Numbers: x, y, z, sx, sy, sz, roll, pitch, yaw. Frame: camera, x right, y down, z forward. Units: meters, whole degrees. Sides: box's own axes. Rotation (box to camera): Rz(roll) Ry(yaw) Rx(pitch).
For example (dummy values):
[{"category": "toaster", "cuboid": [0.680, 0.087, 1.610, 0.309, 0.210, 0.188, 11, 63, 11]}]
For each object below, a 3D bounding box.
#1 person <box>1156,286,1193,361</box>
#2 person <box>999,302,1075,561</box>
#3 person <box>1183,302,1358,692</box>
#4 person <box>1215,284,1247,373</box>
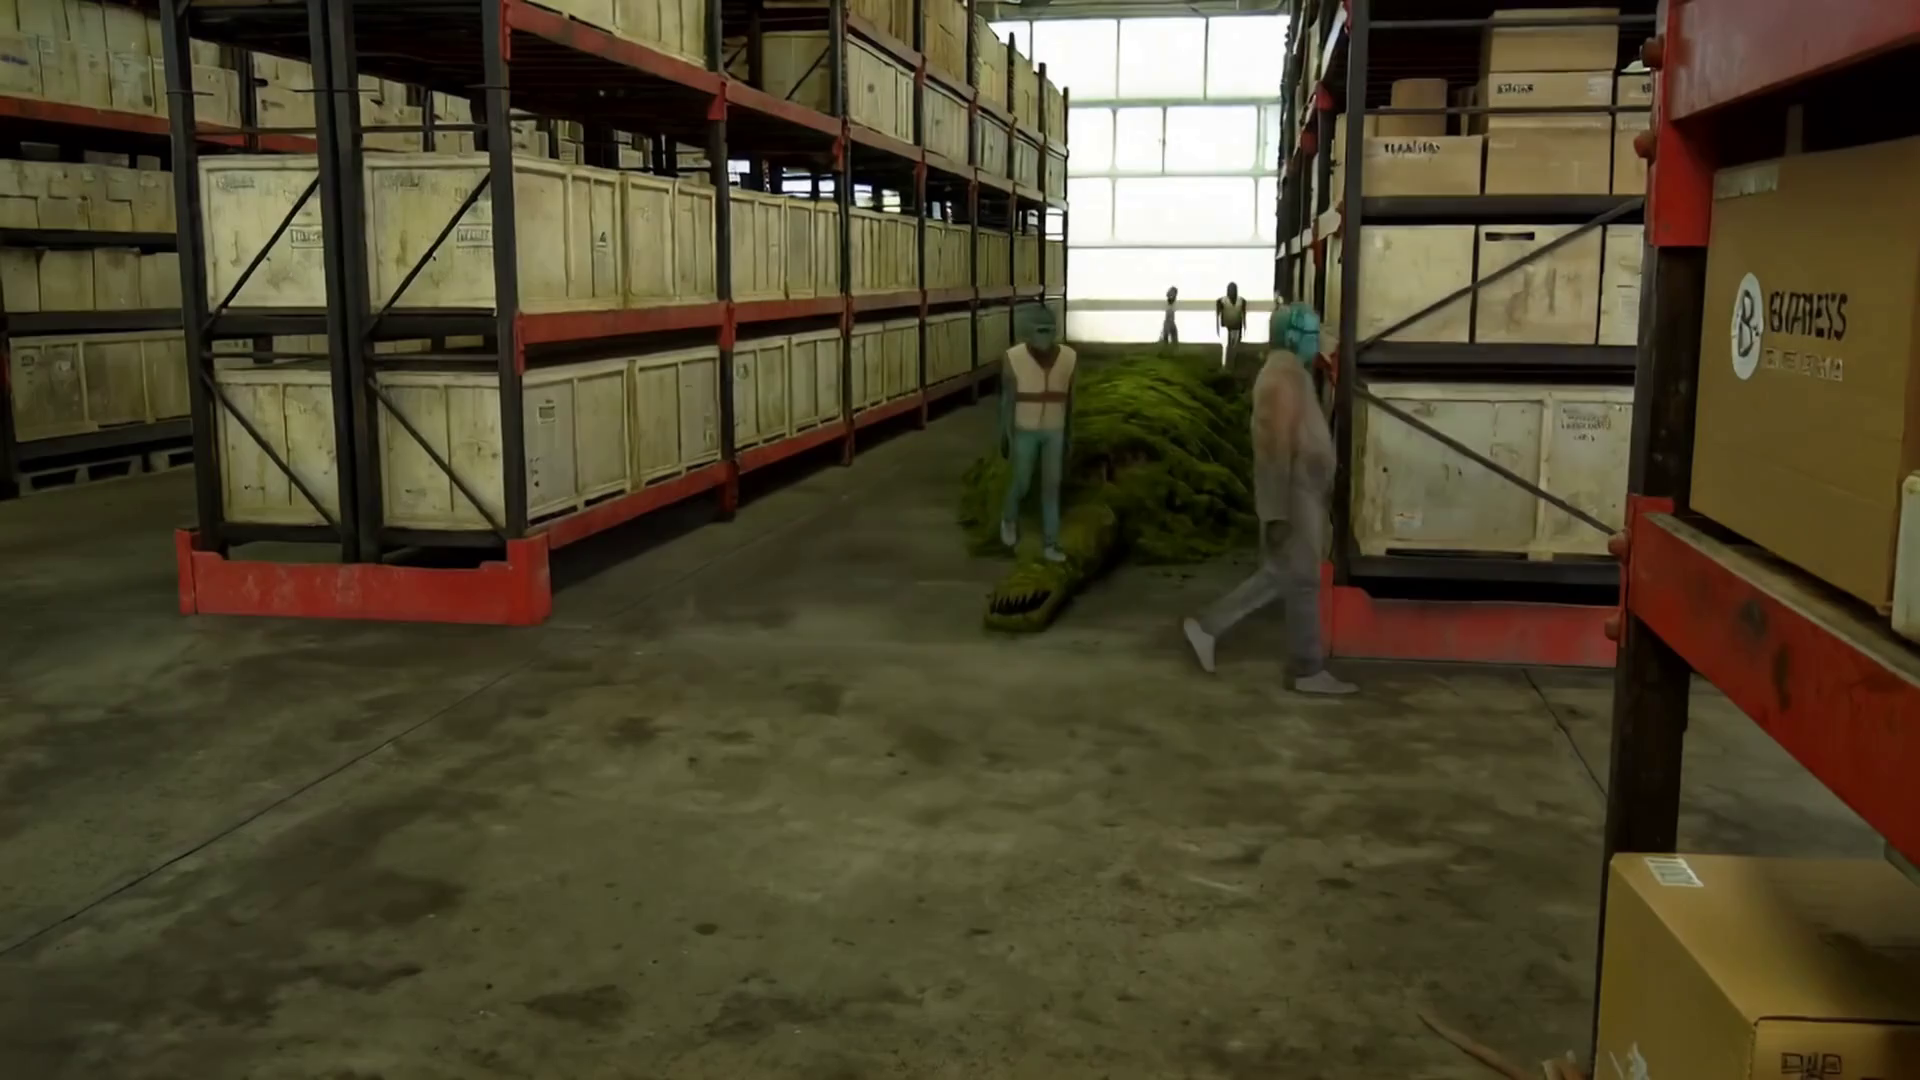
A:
[{"category": "person", "cuboid": [4.842, -4.876, 37.560, 0.882, 1.695, 0.512, 1, 9, 7]}, {"category": "person", "cuboid": [0.519, -0.789, 11.893, 0.572, 1.820, 0.800, -3, 10, -19]}, {"category": "person", "cuboid": [1.515, -0.204, 8.044, 0.787, 1.884, 0.650, 2, 9, 11]}, {"category": "person", "cuboid": [5.461, -4.248, 33.465, 0.629, 1.789, 0.969, 1, 9, 3]}]
